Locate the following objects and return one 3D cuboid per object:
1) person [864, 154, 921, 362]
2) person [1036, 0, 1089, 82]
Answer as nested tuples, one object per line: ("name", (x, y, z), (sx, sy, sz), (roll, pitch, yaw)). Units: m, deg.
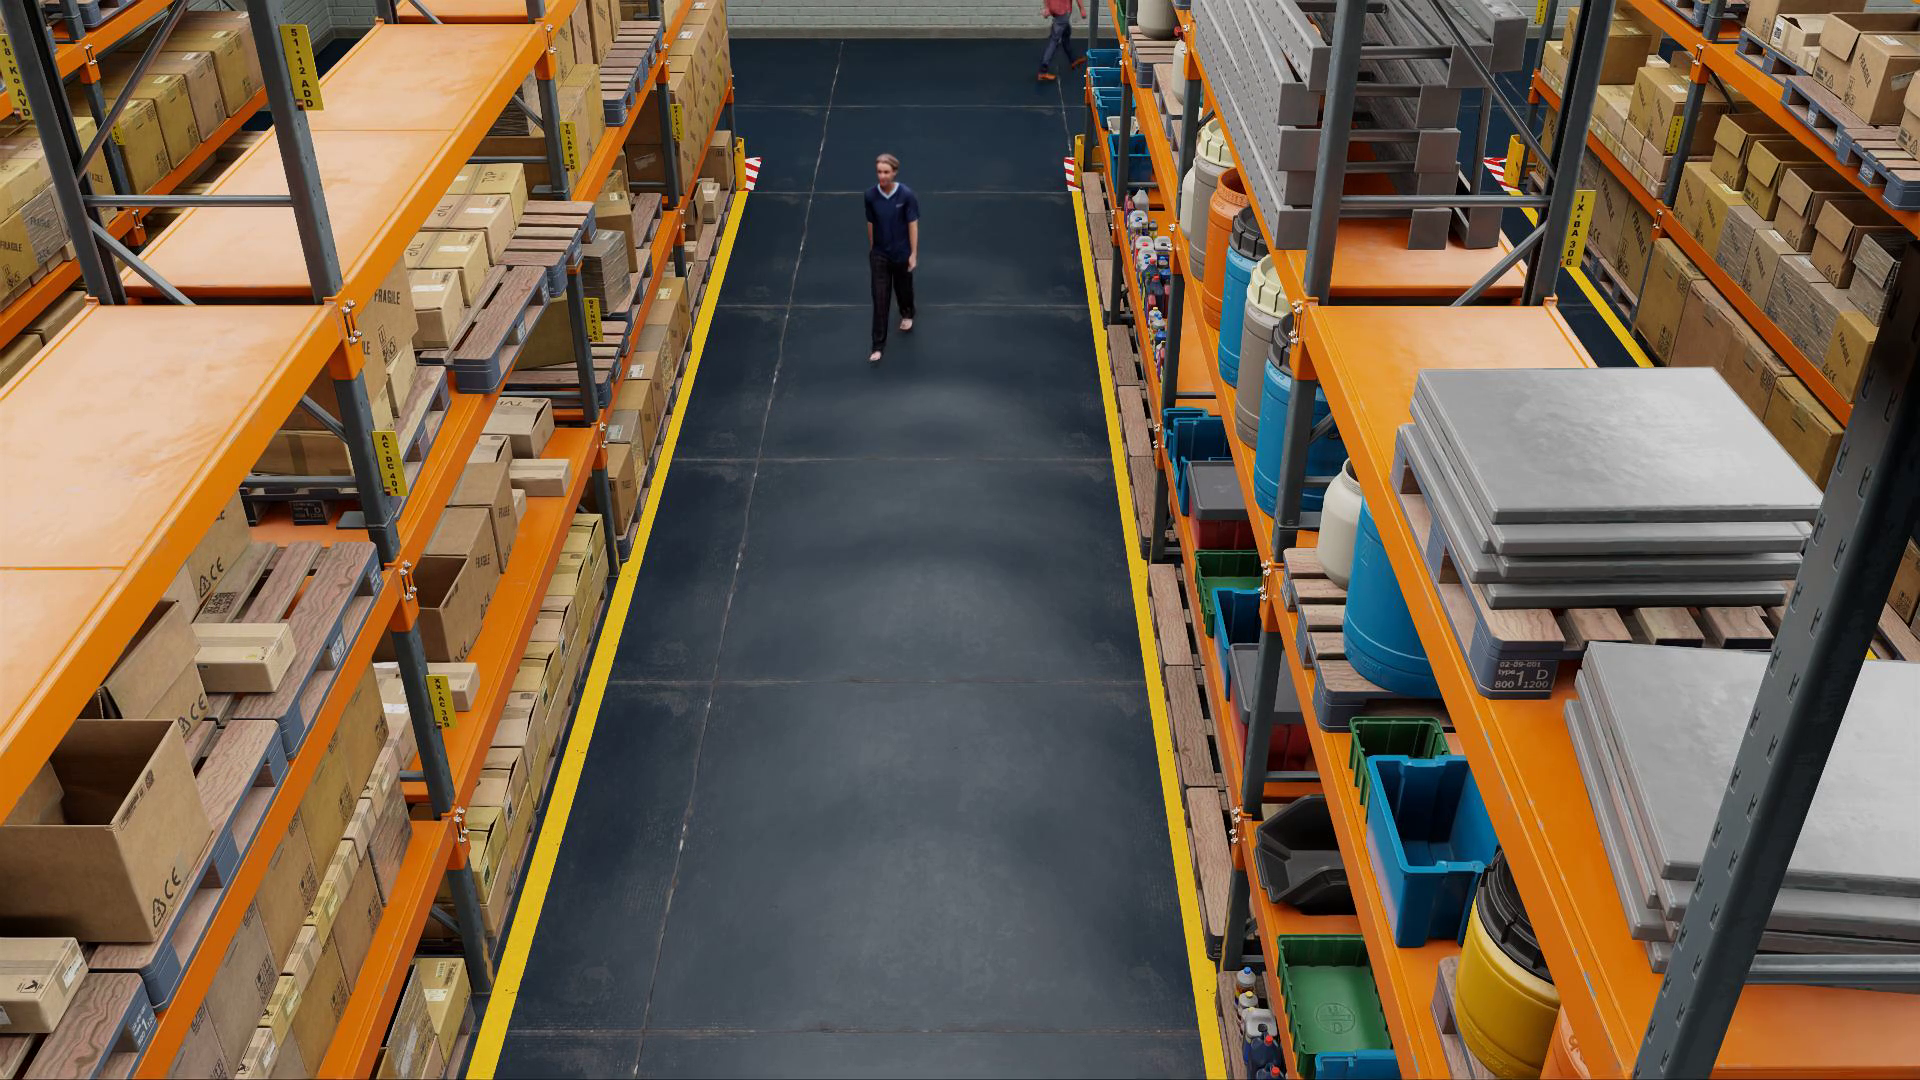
("person", (-0.588, -2.624, 15.156), (0.782, 1.817, 1.259), (5, 33, 7))
("person", (1.240, -6.905, 21.769), (1.199, 1.783, 1.251), (-20, 38, -27))
